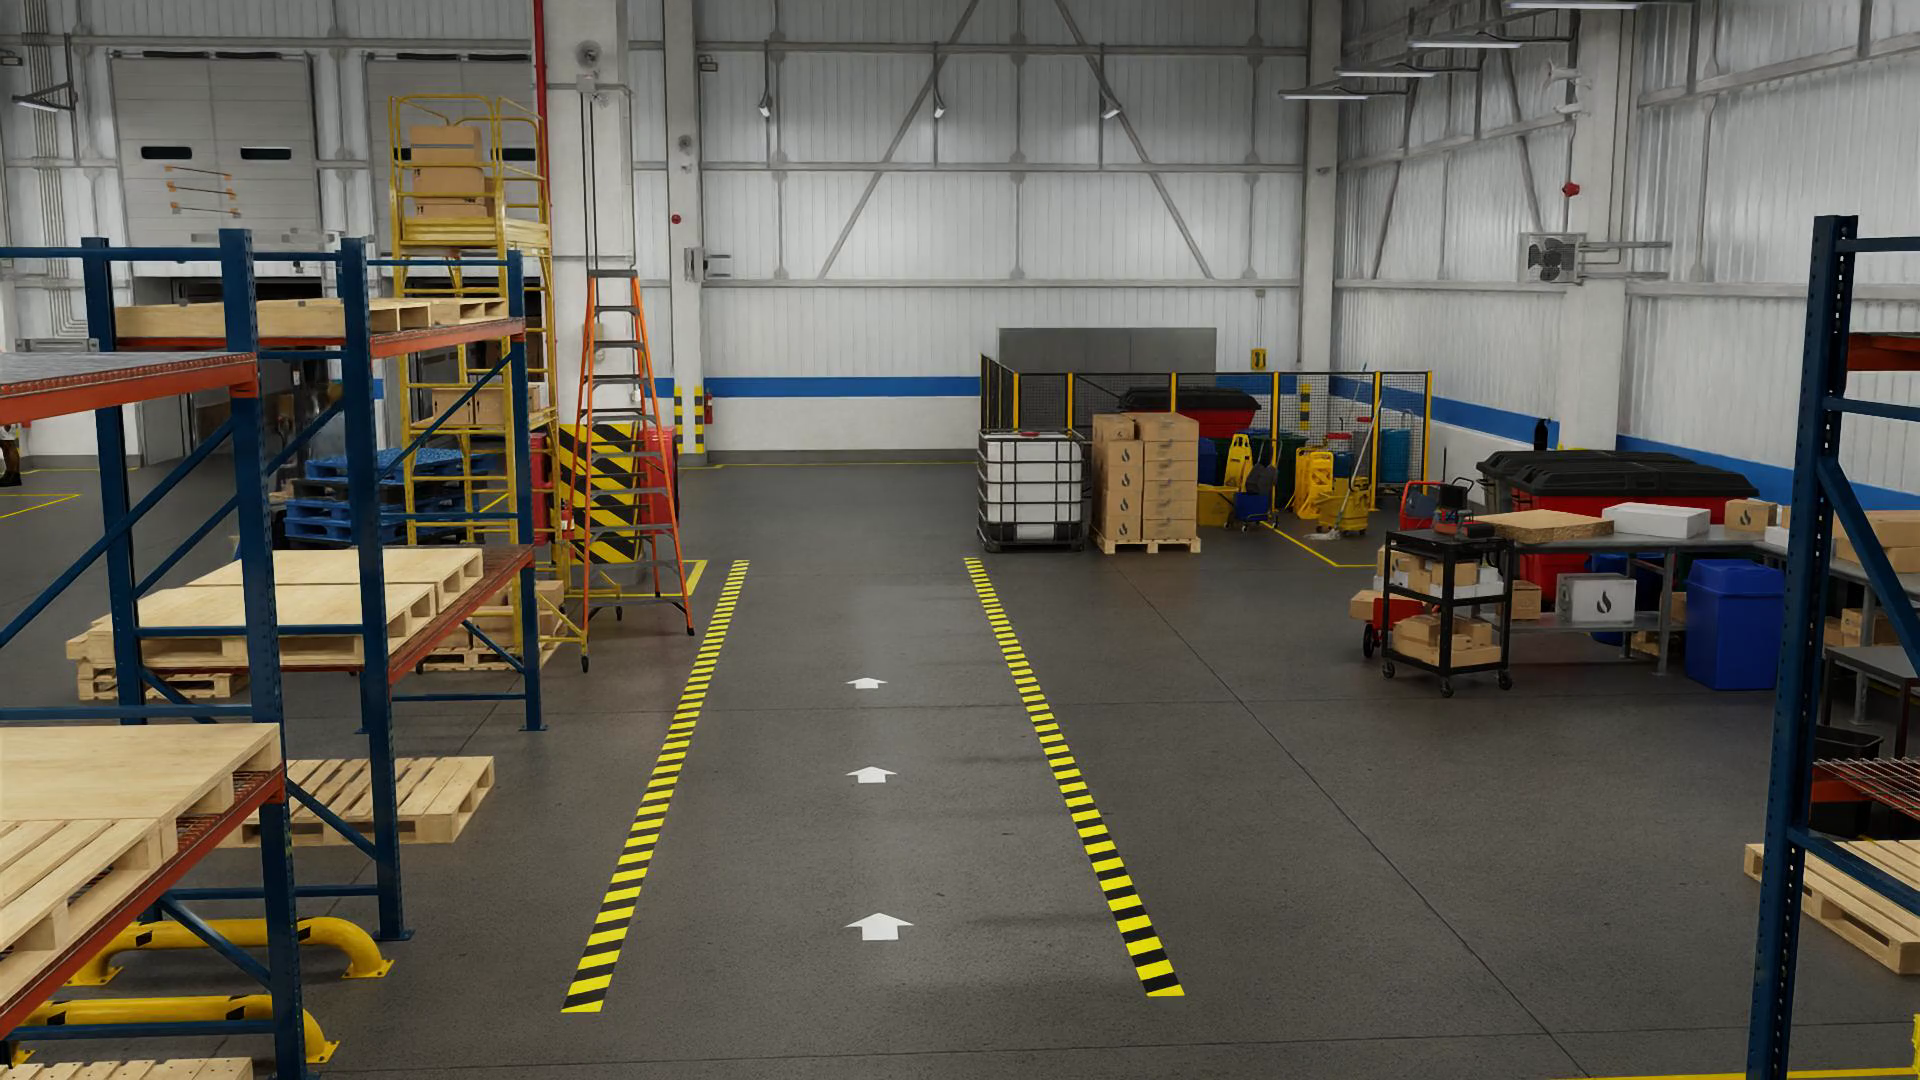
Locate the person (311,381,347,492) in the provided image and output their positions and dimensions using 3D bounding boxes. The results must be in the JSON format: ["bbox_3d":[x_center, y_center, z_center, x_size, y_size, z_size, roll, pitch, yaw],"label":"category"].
[{"bbox_3d":[-5.649,-0.519,15.445,0.818,1.909,0.635,-9,13,-44],"label":"person"}]

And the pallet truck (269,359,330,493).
[{"bbox_3d":[-7.062,-1.131,18.996,1.885,1.965,0.823,2,9,13],"label":"pallet truck"}]

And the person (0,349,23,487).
[{"bbox_3d":[-13.103,-1.687,22.711,0.544,1.930,0.388,8,12,42],"label":"person"}]
